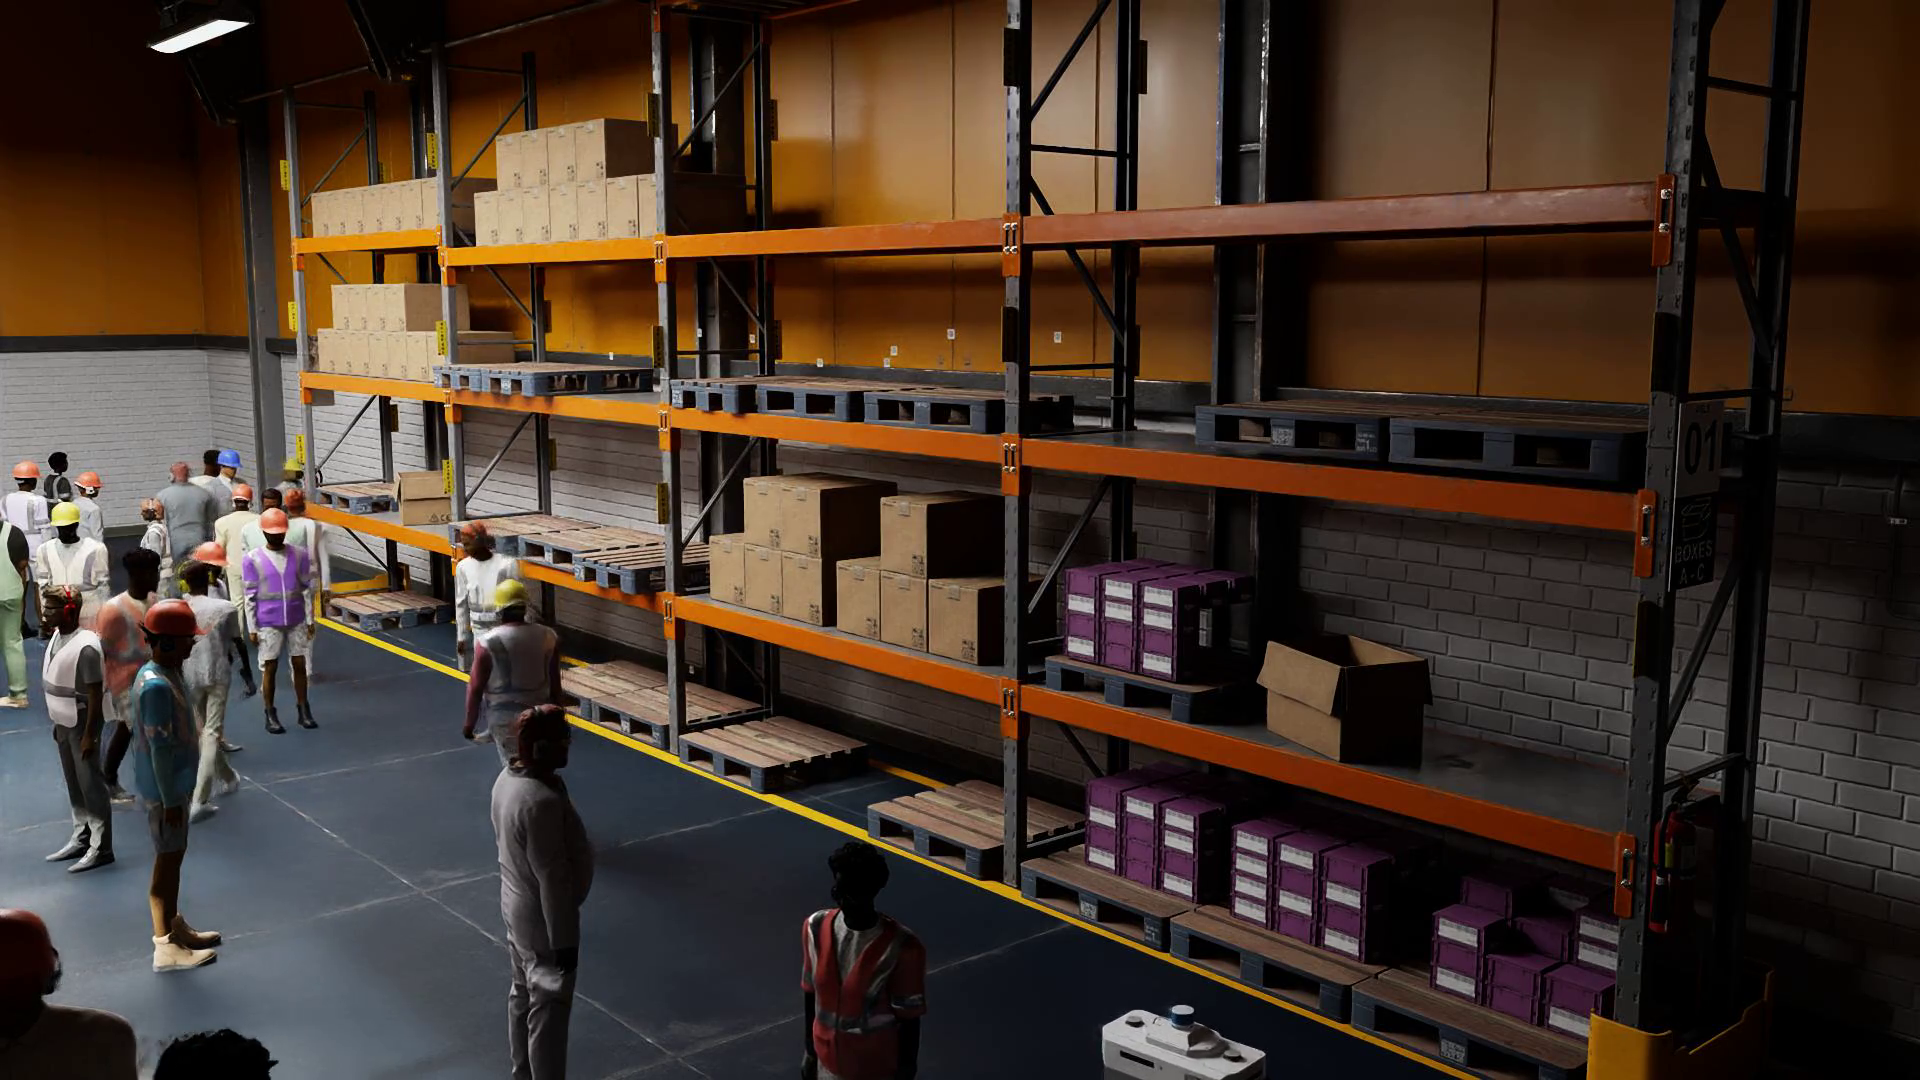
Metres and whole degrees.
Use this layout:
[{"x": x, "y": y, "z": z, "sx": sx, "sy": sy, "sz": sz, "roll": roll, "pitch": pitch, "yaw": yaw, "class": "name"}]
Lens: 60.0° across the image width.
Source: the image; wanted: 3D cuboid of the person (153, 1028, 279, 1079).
[{"x": -1.719, "y": 2.108, "z": 4.005, "sx": 0.724, "sy": 1.937, "sz": 0.615, "roll": -3, "pitch": 9, "yaw": -22, "class": "person"}]

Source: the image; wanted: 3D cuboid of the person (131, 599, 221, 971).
[{"x": -4.307, "y": 1.331, "z": 9.134, "sx": 0.404, "sy": 2.035, "sz": 0.606, "roll": -3, "pitch": 9, "yaw": -22, "class": "person"}]

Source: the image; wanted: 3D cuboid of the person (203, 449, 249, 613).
[{"x": -8.440, "y": -0.080, "z": 19.231, "sx": 0.389, "sy": 1.946, "sz": 0.603, "roll": 3, "pitch": 9, "yaw": 23, "class": "person"}]

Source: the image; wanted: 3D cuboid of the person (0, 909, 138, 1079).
[{"x": -2.627, "y": 1.990, "z": 4.715, "sx": 0.618, "sy": 1.986, "sz": 0.408, "roll": -4, "pitch": 9, "yaw": -24, "class": "person"}]

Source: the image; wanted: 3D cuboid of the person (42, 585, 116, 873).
[{"x": -5.671, "y": 1.195, "z": 10.706, "sx": 0.563, "sy": 1.847, "sz": 0.390, "roll": 7, "pitch": 11, "yaw": 41, "class": "person"}]

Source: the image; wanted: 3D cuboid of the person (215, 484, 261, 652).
[{"x": -7.435, "y": 0.289, "z": 17.327, "sx": 0.572, "sy": 1.750, "sz": 0.331, "roll": -3, "pitch": 9, "yaw": -20, "class": "person"}]

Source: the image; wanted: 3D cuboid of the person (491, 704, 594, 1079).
[{"x": -1.805, "y": 1.656, "z": 7.299, "sx": 0.407, "sy": 1.908, "sz": 0.641, "roll": -5, "pitch": 10, "yaw": -31, "class": "person"}]

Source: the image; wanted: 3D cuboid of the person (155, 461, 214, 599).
[{"x": -8.715, "y": 0.038, "z": 18.727, "sx": 0.989, "sy": 1.858, "sz": 0.662, "roll": 8, "pitch": 11, "yaw": 44, "class": "person"}]

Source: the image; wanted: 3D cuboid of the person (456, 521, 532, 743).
[{"x": -3.822, "y": 0.751, "z": 13.798, "sx": 0.656, "sy": 1.855, "sz": 0.481, "roll": 2, "pitch": 8, "yaw": 11, "class": "person"}]

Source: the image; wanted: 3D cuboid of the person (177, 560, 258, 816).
[{"x": -5.414, "y": 1.040, "z": 11.971, "sx": 0.544, "sy": 1.814, "sz": 0.978, "roll": 0, "pitch": 8, "yaw": -3, "class": "person"}]

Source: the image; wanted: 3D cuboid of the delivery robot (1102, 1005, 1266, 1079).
[{"x": 0.970, "y": 2.284, "z": 7.285, "sx": 0.707, "sy": 0.478, "sz": 0.477, "roll": 7, "pitch": 11, "yaw": 41, "class": "delivery robot"}]

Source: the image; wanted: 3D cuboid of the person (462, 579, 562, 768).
[{"x": -3.036, "y": 1.151, "z": 11.179, "sx": 0.614, "sy": 1.786, "sz": 0.893, "roll": -8, "pitch": 11, "yaw": -42, "class": "person"}]

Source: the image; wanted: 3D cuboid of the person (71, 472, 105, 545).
[{"x": -9.742, "y": 0.104, "z": 18.666, "sx": 0.557, "sy": 1.744, "sz": 0.347, "roll": 6, "pitch": 10, "yaw": 36, "class": "person"}]

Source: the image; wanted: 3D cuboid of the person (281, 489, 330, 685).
[{"x": -6.409, "y": 0.437, "z": 15.957, "sx": 0.782, "sy": 1.860, "sz": 0.582, "roll": 8, "pitch": 11, "yaw": 43, "class": "person"}]

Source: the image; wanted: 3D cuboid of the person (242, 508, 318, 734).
[{"x": -5.737, "y": 0.678, "z": 14.052, "sx": 0.551, "sy": 1.923, "sz": 0.390, "roll": -7, "pitch": 10, "yaw": -38, "class": "person"}]

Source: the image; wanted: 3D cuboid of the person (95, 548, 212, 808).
[{"x": -5.844, "y": 0.996, "z": 11.892, "sx": 1.013, "sy": 1.903, "sz": 0.641, "roll": 1, "pitch": 8, "yaw": 7, "class": "person"}]

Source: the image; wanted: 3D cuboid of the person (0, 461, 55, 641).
[{"x": -9.994, "y": 0.116, "z": 17.898, "sx": 0.553, "sy": 1.935, "sz": 0.364, "roll": 1, "pitch": 8, "yaw": 10, "class": "person"}]

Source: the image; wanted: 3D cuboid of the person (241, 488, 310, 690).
[{"x": -6.410, "y": 0.457, "z": 15.618, "sx": 0.588, "sy": 1.913, "sz": 0.395, "roll": -3, "pitch": 9, "yaw": -22, "class": "person"}]

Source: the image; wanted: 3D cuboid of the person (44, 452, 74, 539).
[{"x": -11.690, "y": -0.301, "z": 21.623, "sx": 0.540, "sy": 1.695, "sz": 0.317, "roll": 7, "pitch": 11, "yaw": 39, "class": "person"}]

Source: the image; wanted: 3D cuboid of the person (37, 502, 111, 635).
[{"x": -7.698, "y": 0.620, "z": 14.471, "sx": 0.587, "sy": 1.920, "sz": 0.391, "roll": -1, "pitch": 8, "yaw": -7, "class": "person"}]

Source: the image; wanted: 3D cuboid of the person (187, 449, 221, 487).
[{"x": -8.795, "y": -0.097, "z": 19.460, "sx": 0.648, "sy": 1.930, "sz": 0.503, "roll": 0, "pitch": 8, "yaw": 3, "class": "person"}]

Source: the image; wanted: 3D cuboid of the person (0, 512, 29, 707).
[{"x": -8.629, "y": 0.520, "z": 14.732, "sx": 0.535, "sy": 2.000, "sz": 0.681, "roll": 4, "pitch": 9, "yaw": 27, "class": "person"}]

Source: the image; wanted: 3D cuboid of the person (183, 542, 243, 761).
[{"x": -5.940, "y": 0.878, "z": 13.245, "sx": 0.340, "sy": 1.748, "sz": 0.563, "roll": 0, "pitch": 8, "yaw": -1, "class": "person"}]

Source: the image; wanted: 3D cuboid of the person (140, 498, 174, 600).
[{"x": -8.218, "y": 0.386, "z": 17.049, "sx": 0.305, "sy": 1.640, "sz": 0.520, "roll": -3, "pitch": 9, "yaw": -20, "class": "person"}]

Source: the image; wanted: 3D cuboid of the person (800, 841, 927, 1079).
[{"x": -0.362, "y": 1.928, "z": 6.167, "sx": 0.530, "sy": 1.689, "sz": 0.321, "roll": 5, "pitch": 9, "yaw": 30, "class": "person"}]
